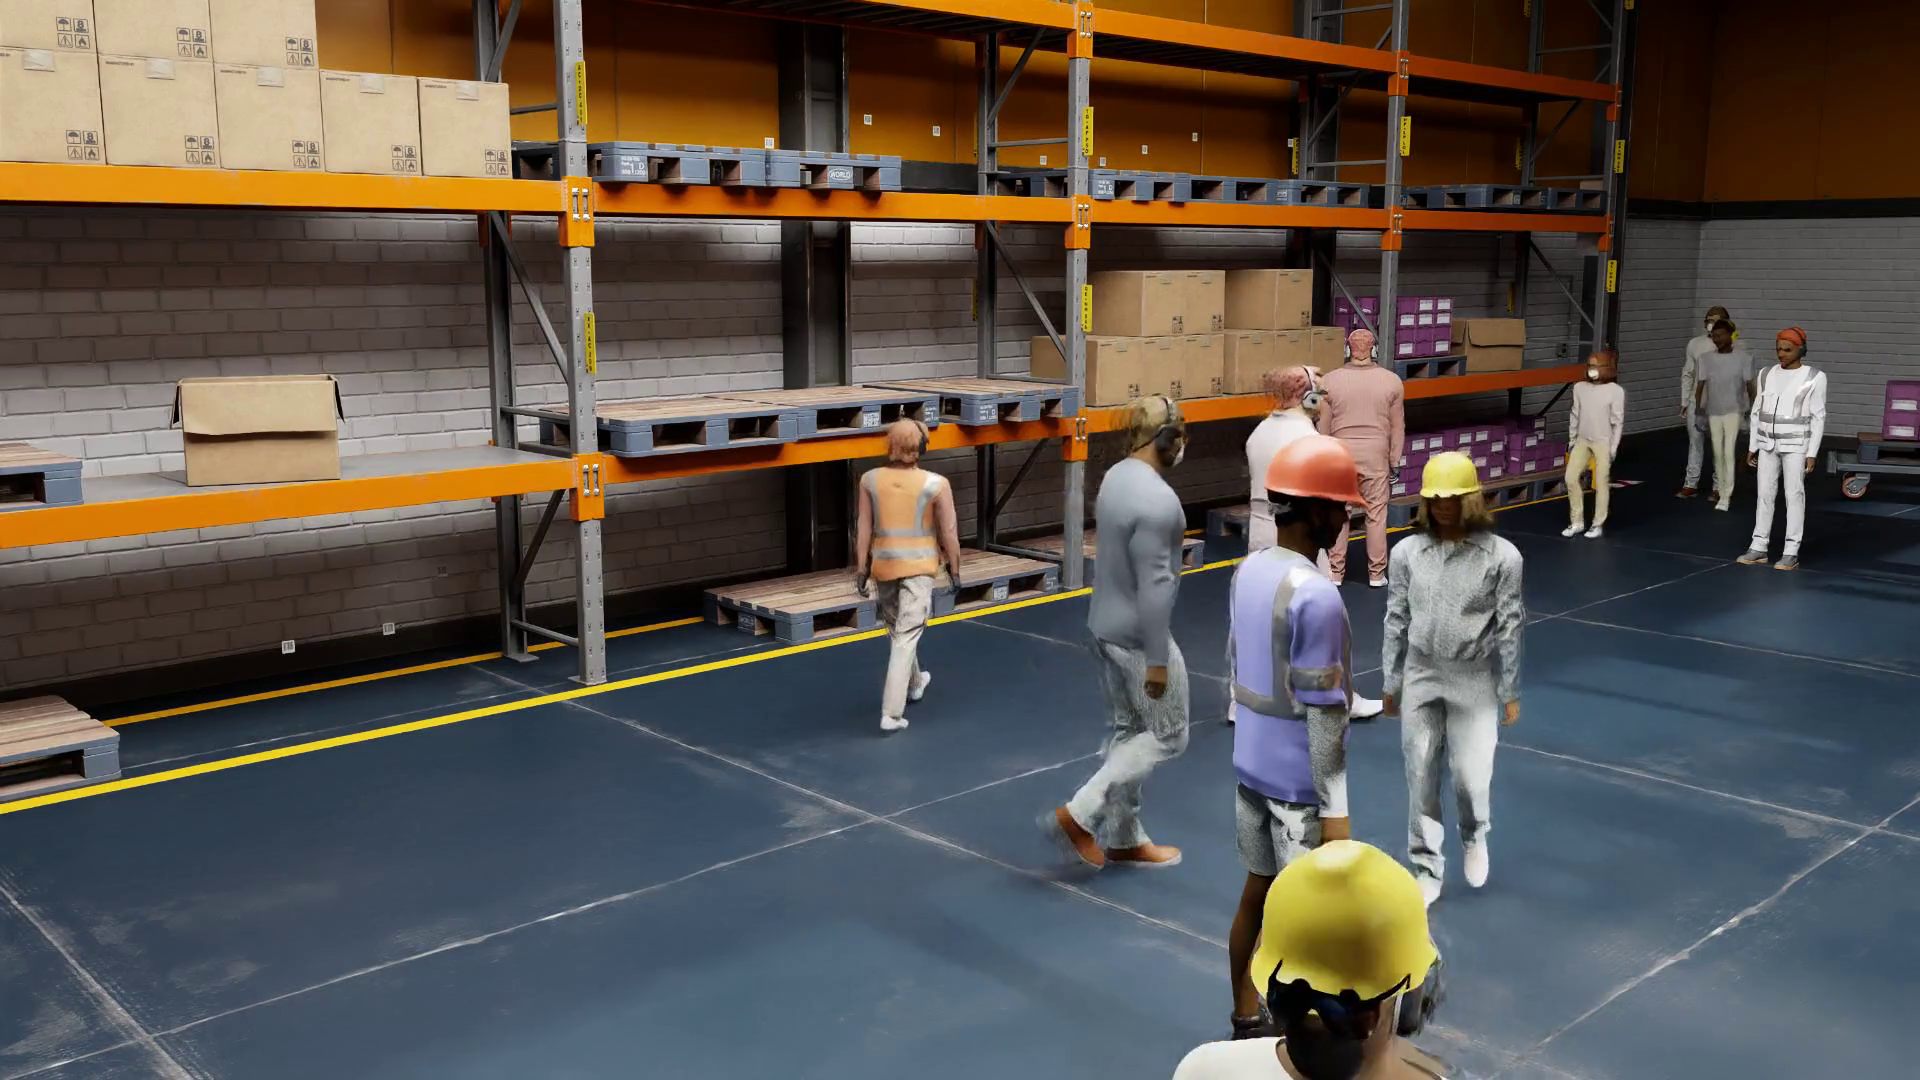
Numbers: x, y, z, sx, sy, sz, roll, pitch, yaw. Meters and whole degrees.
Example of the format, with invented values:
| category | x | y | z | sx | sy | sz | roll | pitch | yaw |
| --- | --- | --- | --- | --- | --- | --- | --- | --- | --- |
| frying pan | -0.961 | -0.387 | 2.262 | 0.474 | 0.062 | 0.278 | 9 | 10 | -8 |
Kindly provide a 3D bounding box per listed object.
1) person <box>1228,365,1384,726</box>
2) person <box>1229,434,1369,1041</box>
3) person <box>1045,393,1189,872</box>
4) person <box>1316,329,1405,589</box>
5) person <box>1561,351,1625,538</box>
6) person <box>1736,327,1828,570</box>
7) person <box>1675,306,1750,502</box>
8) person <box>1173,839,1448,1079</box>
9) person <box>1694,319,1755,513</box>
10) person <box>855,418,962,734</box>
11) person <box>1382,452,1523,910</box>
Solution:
| category | x | y | z | sx | sy | sz | roll | pitch | yaw |
| --- | --- | --- | --- | --- | --- | --- | --- | --- | --- |
| person | 1.811 | 0.040 | 8.587 | 0.925 | 1.868 | 0.667 | -4 | 10 | -21 |
| person | 0.972 | 0.663 | 4.768 | 0.364 | 1.935 | 0.544 | -3 | 10 | -16 |
| person | 0.638 | 0.387 | 6.463 | 0.511 | 1.910 | 0.668 | -2 | 10 | -12 |
| person | 2.918 | -0.587 | 12.181 | 0.640 | 1.905 | 0.410 | 2 | 10 | 12 |
| person | 5.413 | -0.809 | 14.286 | 0.522 | 1.612 | 0.532 | -8 | 12 | -38 |
| person | 6.411 | -0.712 | 12.959 | 0.356 | 1.887 | 0.572 | -6 | 12 | -33 |
| person | 7.477 | -1.353 | 16.559 | 0.372 | 1.940 | 0.632 | -9 | 13 | -43 |
| person | 0.471 | 1.219 | 2.124 | 0.545 | 1.712 | 0.892 | 6 | 11 | 31 |
| person | 7.227 | -1.165 | 15.785 | 0.525 | 1.824 | 0.891 | 8 | 13 | 39 |
| person | -0.252 | 0.163 | 8.688 | 0.536 | 1.585 | 0.877 | 3 | 10 | 19 |
| person | 1.816 | 0.526 | 6.170 | 0.504 | 1.725 | 0.425 | 6 | 11 | 31 |
